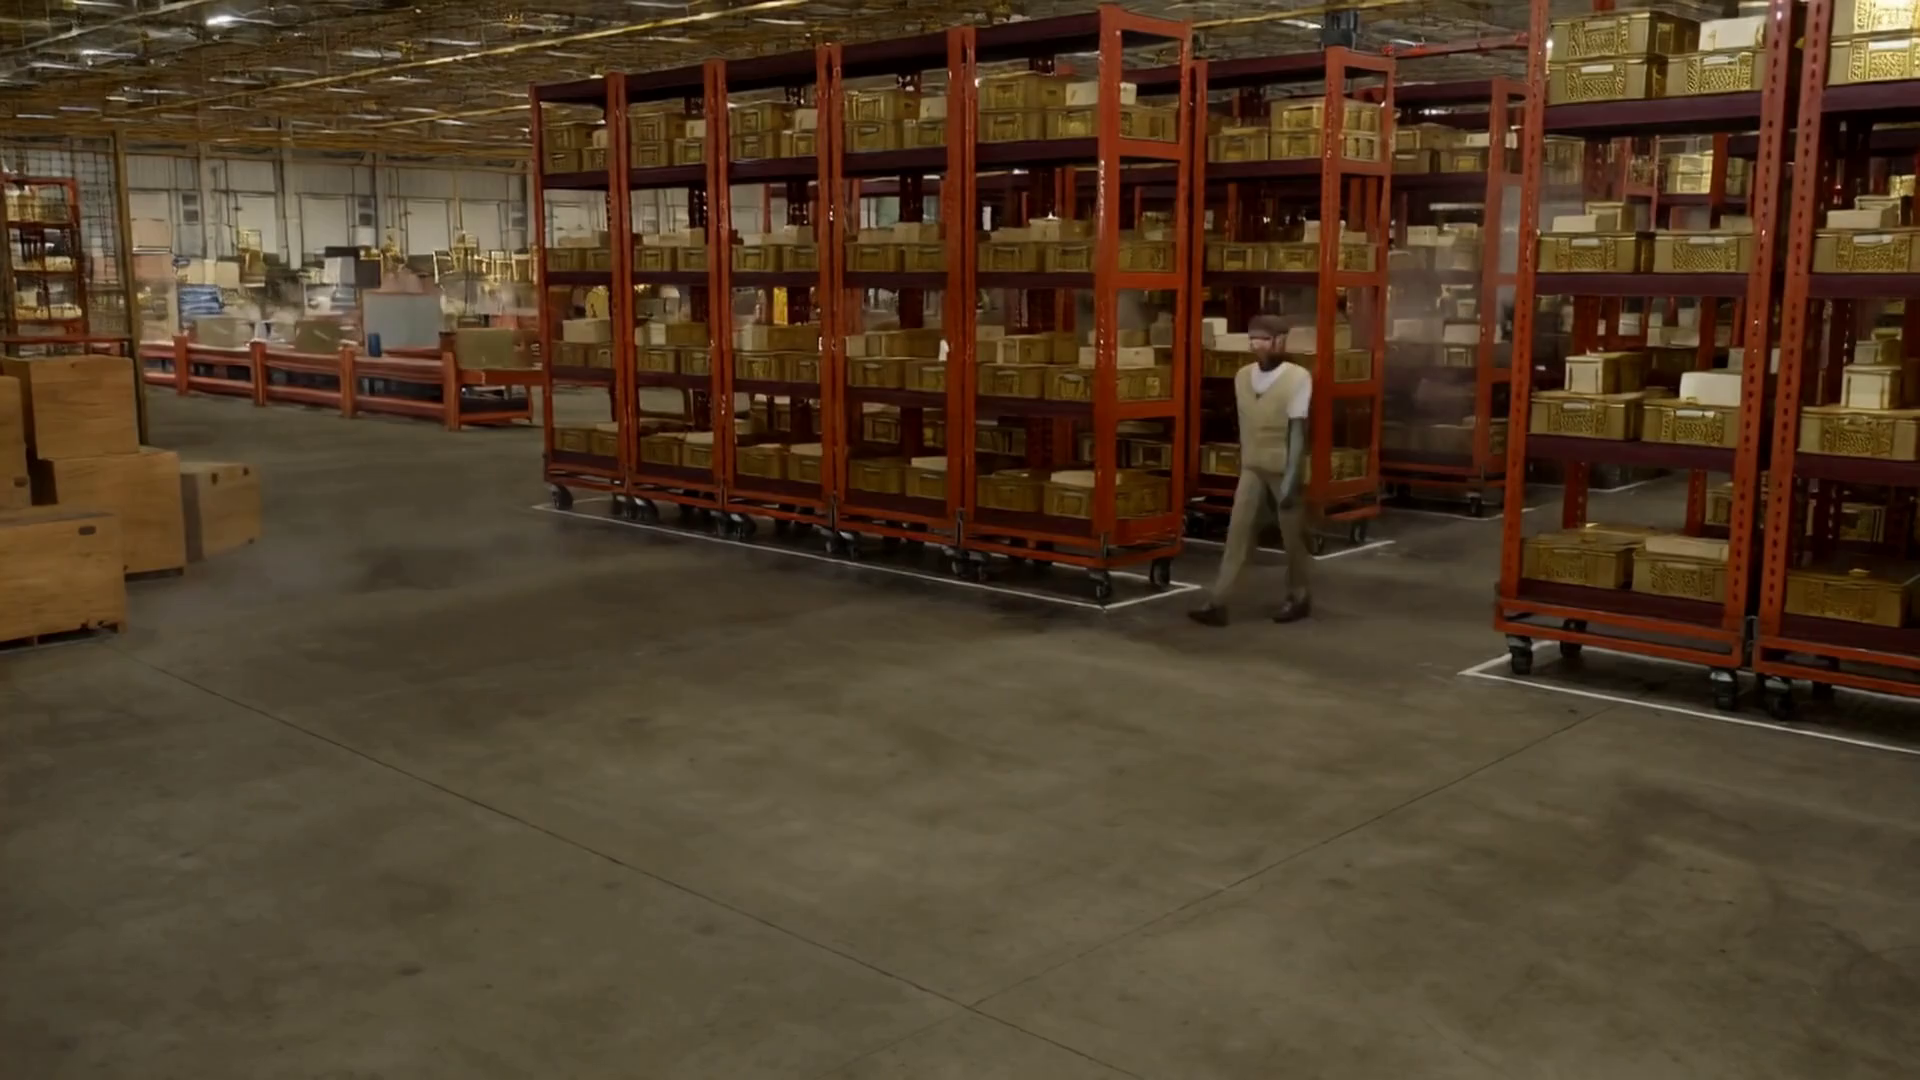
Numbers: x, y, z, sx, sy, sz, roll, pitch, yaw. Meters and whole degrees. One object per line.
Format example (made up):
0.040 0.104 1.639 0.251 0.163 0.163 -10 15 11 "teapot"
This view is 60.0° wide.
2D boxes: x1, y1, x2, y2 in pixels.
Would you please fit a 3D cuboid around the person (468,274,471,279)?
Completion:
-17.780 -8.699 60.217 0.560 1.921 0.554 -5 10 -27 "person"

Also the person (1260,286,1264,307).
10.855 -8.849 60.831 0.627 2.028 0.422 1 9 9 "person"

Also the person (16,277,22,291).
-46.379 -12.206 81.907 0.416 1.854 0.564 -3 10 -20 "person"

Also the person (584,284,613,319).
-7.063 -4.197 32.706 0.396 1.899 0.644 9 13 42 "person"

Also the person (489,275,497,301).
-17.973 -9.254 63.948 0.995 1.825 0.536 -7 12 -37 "person"

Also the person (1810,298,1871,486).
7.820 -1.300 14.729 0.854 1.966 0.618 -4 10 -25 "person"

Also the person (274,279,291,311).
-22.618 -7.845 55.541 0.513 1.725 0.414 -4 10 -23 "person"

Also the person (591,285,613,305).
-8.319 -5.326 39.250 0.727 2.010 0.639 0 9 -2 "person"

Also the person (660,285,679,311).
-8.878 -7.133 50.956 0.426 1.811 0.587 9 13 44 "person"

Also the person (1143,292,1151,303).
5.978 -7.375 53.075 0.815 1.602 0.496 -6 11 -34 "person"

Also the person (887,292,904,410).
-0.872 -2.532 22.914 0.367 1.750 0.542 -8 12 -42 "person"

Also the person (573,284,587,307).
-8.909 -5.236 38.959 0.374 1.928 0.542 -3 10 -19 "person"

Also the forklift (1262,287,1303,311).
10.769 -8.203 54.240 1.129 2.768 1.873 8 12 42 "forklift"

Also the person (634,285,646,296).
-12.041 -8.930 62.618 0.533 1.590 0.887 4 10 23 "person"

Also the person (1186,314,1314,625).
1.721 -0.381 9.553 0.929 1.799 0.589 -8 12 -40 "person"

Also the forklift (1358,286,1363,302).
11.100 -7.017 46.970 1.873 2.768 1.129 9 13 43 "forklift"

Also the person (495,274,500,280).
-25.259 -13.582 90.487 0.753 1.819 0.624 0 9 1 "person"
